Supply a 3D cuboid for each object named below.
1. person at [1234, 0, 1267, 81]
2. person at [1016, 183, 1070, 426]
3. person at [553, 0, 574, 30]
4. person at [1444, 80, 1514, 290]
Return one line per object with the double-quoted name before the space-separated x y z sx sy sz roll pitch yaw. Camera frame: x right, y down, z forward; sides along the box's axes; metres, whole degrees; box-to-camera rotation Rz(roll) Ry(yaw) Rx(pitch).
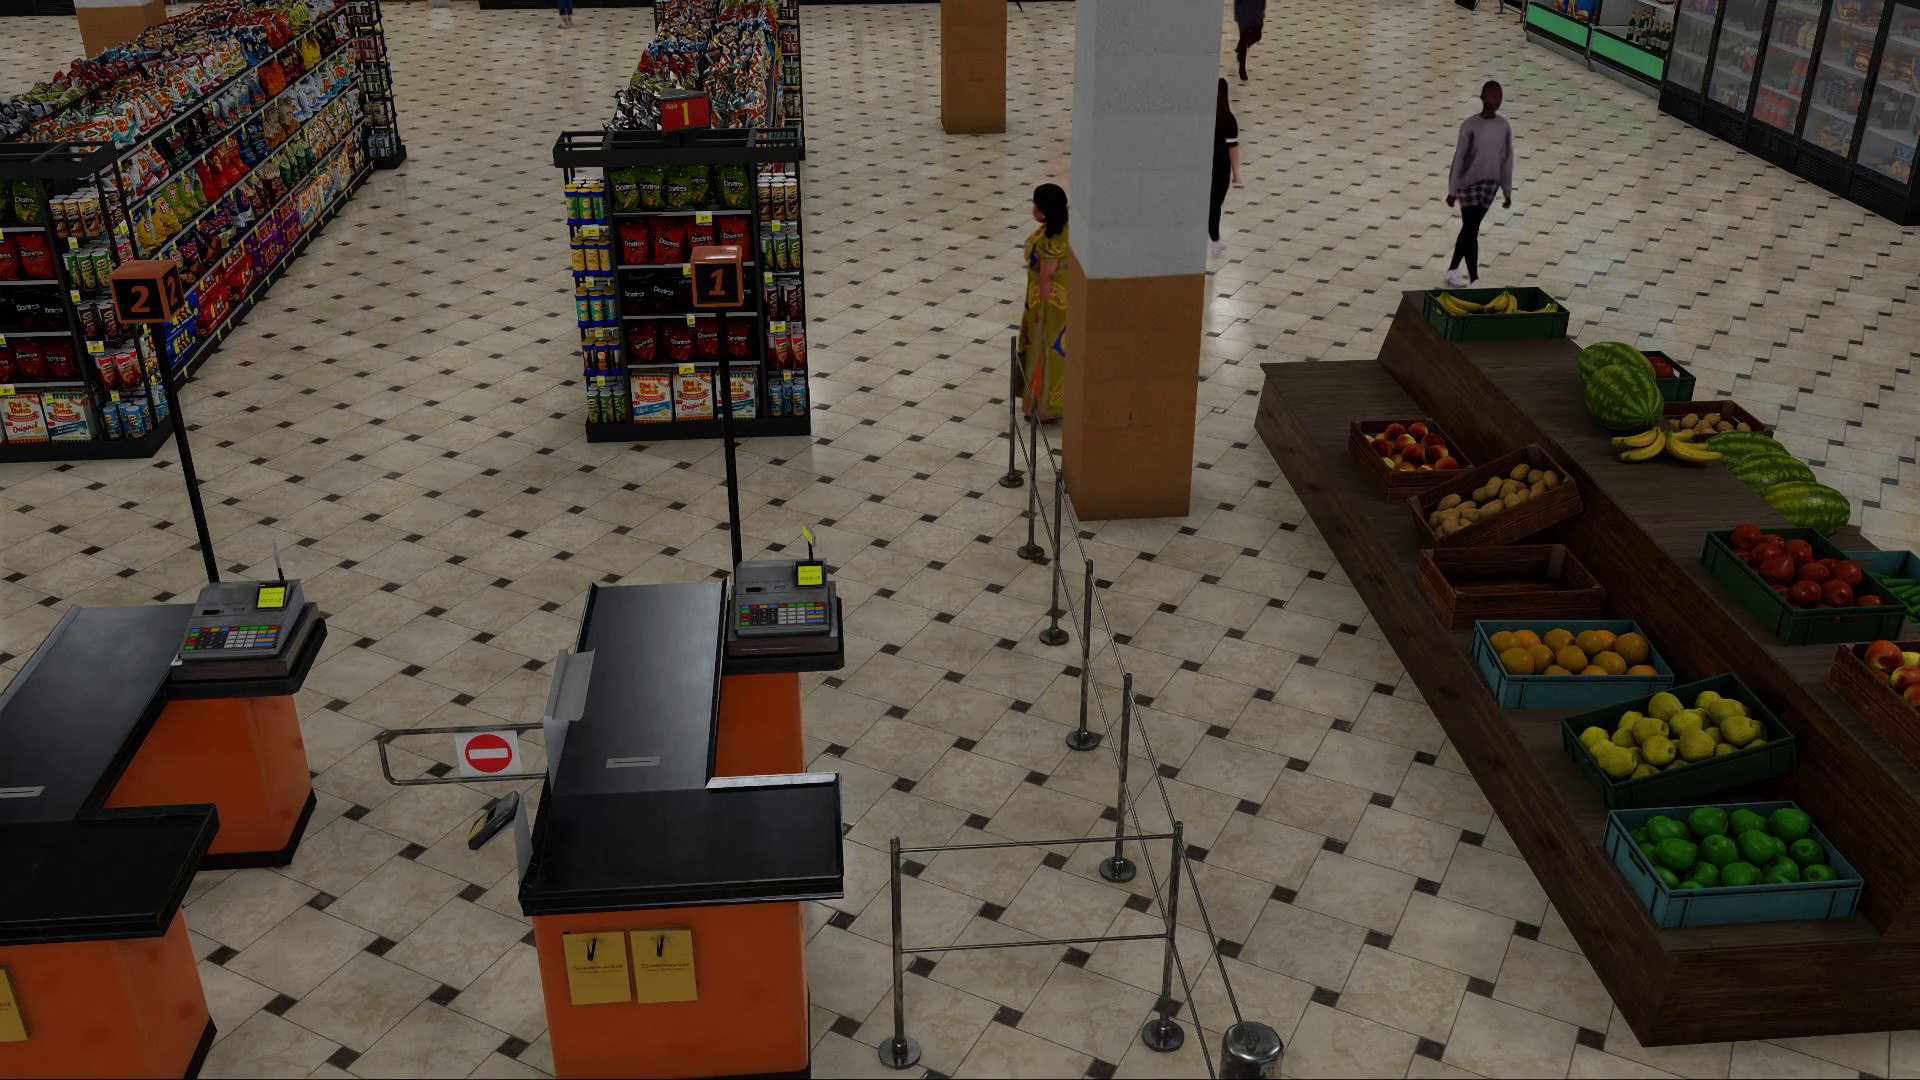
"person" 3.771 -6.932 21.830 0.663 1.695 0.847 -6 28 -12
"person" 0.638 -1.623 11.407 0.991 1.654 0.815 6 27 11
"person" -6.050 -8.544 25.252 0.638 1.475 0.719 -21 34 -35
"person" 4.283 -2.965 13.948 0.769 1.749 1.036 -8 28 -15
